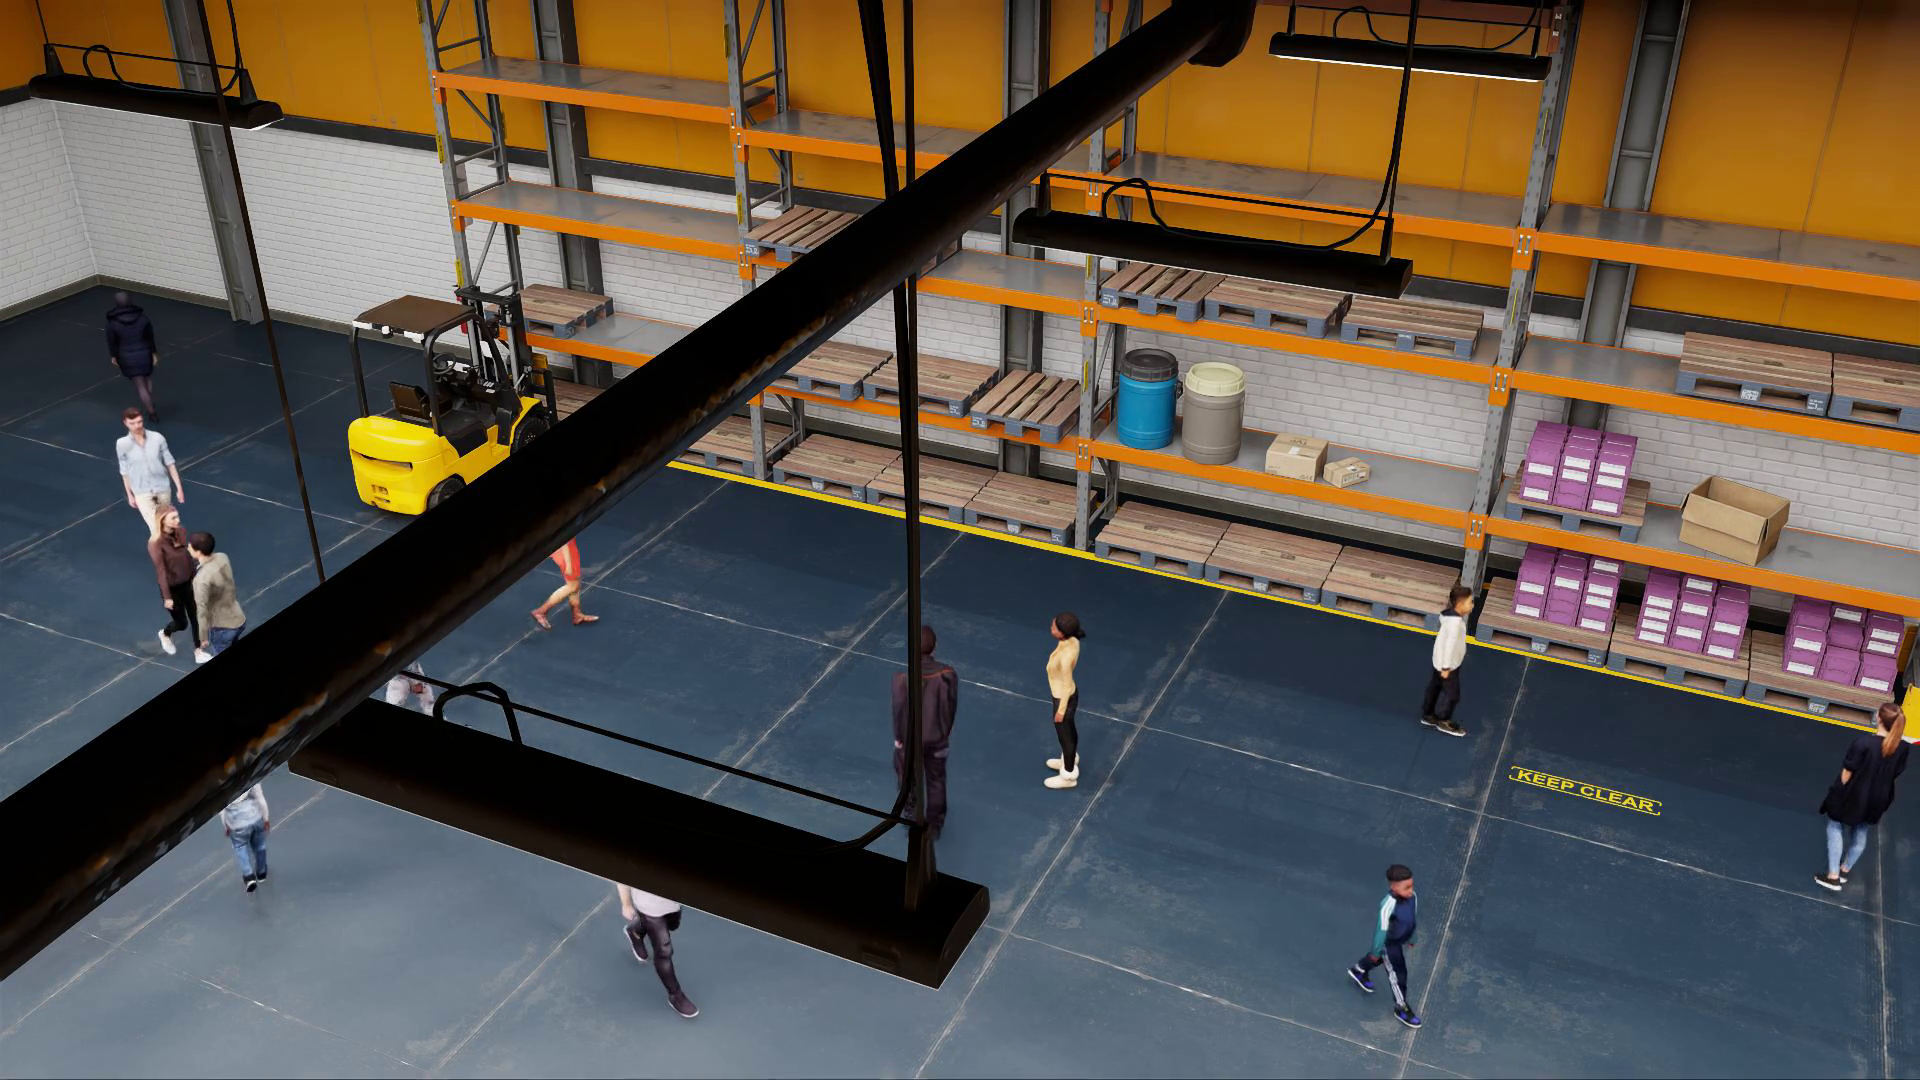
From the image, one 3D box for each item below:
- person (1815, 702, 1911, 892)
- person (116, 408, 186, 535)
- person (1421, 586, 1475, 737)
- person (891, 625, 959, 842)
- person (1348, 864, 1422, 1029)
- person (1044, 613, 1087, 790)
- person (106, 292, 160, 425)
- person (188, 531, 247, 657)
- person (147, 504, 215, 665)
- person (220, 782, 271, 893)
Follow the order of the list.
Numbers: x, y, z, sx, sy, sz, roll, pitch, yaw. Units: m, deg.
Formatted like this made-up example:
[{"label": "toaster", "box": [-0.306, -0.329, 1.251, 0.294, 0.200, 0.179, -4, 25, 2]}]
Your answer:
[{"label": "person", "box": [6.913, 1.972, 12.684, 0.726, 1.683, 0.808, 2, 29, 4]}, {"label": "person", "box": [-8.341, -0.533, 17.160, 1.051, 1.793, 1.299, -20, 34, -32]}, {"label": "person", "box": [4.230, 1.038, 14.642, 0.655, 1.446, 0.634, 10, 30, 17]}, {"label": "person", "box": [-0.274, 1.586, 13.170, 0.809, 1.894, 0.889, -6, 29, -10]}, {"label": "person", "box": [3.001, 2.768, 11.698, 0.730, 1.228, 0.948, -23, 36, -35]}, {"label": "person", "box": [0.882, 1.321, 13.901, 0.619, 1.659, 0.649, 5, 29, 9]}, {"label": "person", "box": [-10.079, -2.197, 20.374, 0.948, 1.636, 1.129, -21, 35, -34]}, {"label": "person", "box": [-6.453, 0.742, 14.753, 0.898, 1.860, 0.853, 2, 29, 3]}, {"label": "person", "box": [-7.354, 0.424, 15.516, 0.823, 1.688, 0.634, 11, 31, 19]}, {"label": "person", "box": [-5.501, 2.170, 12.770, 0.700, 1.252, 0.766, -11, 31, -19]}]
